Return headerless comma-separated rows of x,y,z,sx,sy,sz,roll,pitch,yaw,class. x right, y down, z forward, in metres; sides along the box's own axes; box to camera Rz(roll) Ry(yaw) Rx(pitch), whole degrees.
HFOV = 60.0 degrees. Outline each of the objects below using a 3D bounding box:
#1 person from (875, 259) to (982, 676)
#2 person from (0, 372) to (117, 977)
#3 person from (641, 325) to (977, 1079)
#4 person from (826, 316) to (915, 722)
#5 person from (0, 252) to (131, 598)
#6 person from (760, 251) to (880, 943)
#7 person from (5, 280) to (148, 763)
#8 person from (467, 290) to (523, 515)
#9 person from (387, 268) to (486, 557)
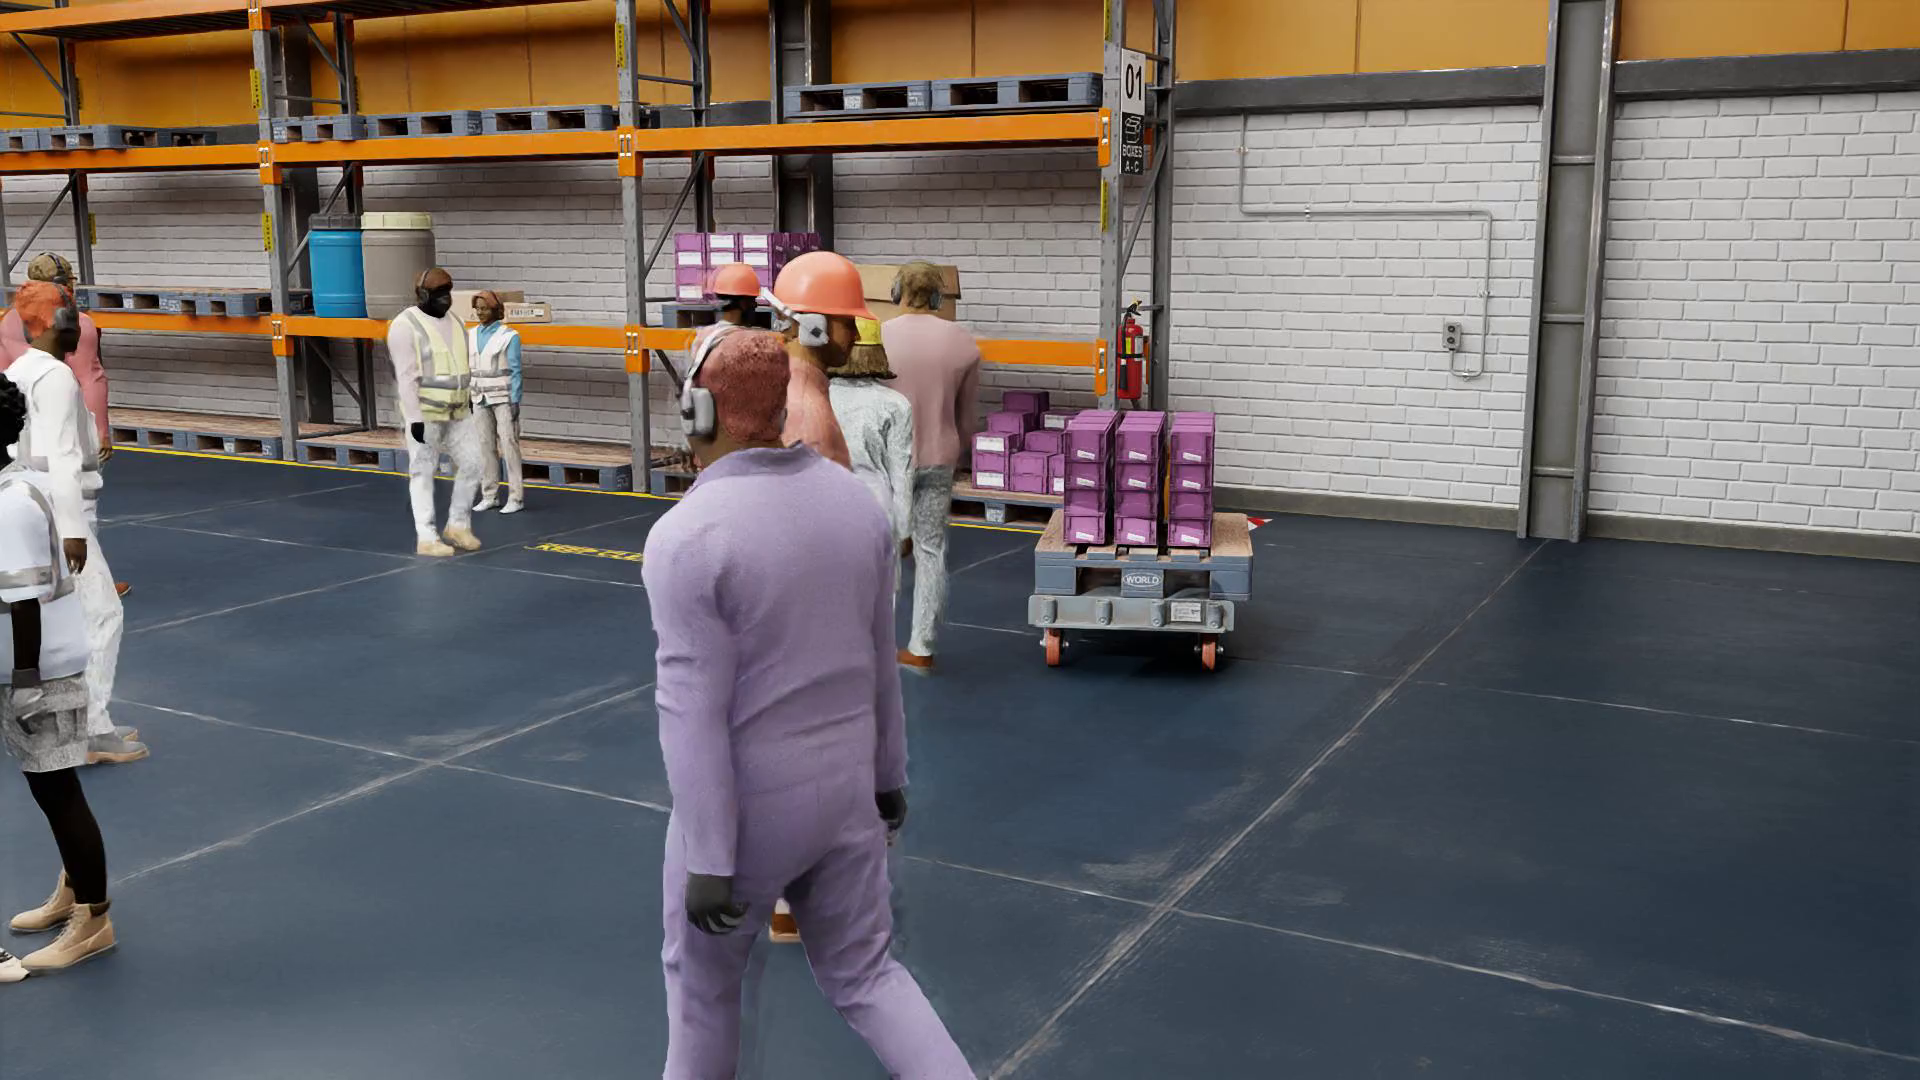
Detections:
-0.234,-0.339,7.768,0.638,1.921,0.608,-3,11,-18,person
-2.598,0.354,4.620,0.323,1.690,0.547,-7,13,-34,person
-0.294,0.509,3.299,0.950,1.865,0.651,8,13,38,person
-0.409,-0.070,6.795,0.485,1.737,0.321,3,11,17,person
-4.960,-0.609,9.190,0.636,1.938,0.358,3,11,16,person
-0.431,0.172,4.795,0.413,1.984,0.624,-3,11,-14,person
-3.450,-0.060,6.418,0.404,1.856,0.673,-8,13,-37,person
-3.412,-1.007,12.213,0.524,1.636,0.314,5,11,24,person
-3.284,-0.791,10.503,0.488,1.827,0.623,6,12,30,person
